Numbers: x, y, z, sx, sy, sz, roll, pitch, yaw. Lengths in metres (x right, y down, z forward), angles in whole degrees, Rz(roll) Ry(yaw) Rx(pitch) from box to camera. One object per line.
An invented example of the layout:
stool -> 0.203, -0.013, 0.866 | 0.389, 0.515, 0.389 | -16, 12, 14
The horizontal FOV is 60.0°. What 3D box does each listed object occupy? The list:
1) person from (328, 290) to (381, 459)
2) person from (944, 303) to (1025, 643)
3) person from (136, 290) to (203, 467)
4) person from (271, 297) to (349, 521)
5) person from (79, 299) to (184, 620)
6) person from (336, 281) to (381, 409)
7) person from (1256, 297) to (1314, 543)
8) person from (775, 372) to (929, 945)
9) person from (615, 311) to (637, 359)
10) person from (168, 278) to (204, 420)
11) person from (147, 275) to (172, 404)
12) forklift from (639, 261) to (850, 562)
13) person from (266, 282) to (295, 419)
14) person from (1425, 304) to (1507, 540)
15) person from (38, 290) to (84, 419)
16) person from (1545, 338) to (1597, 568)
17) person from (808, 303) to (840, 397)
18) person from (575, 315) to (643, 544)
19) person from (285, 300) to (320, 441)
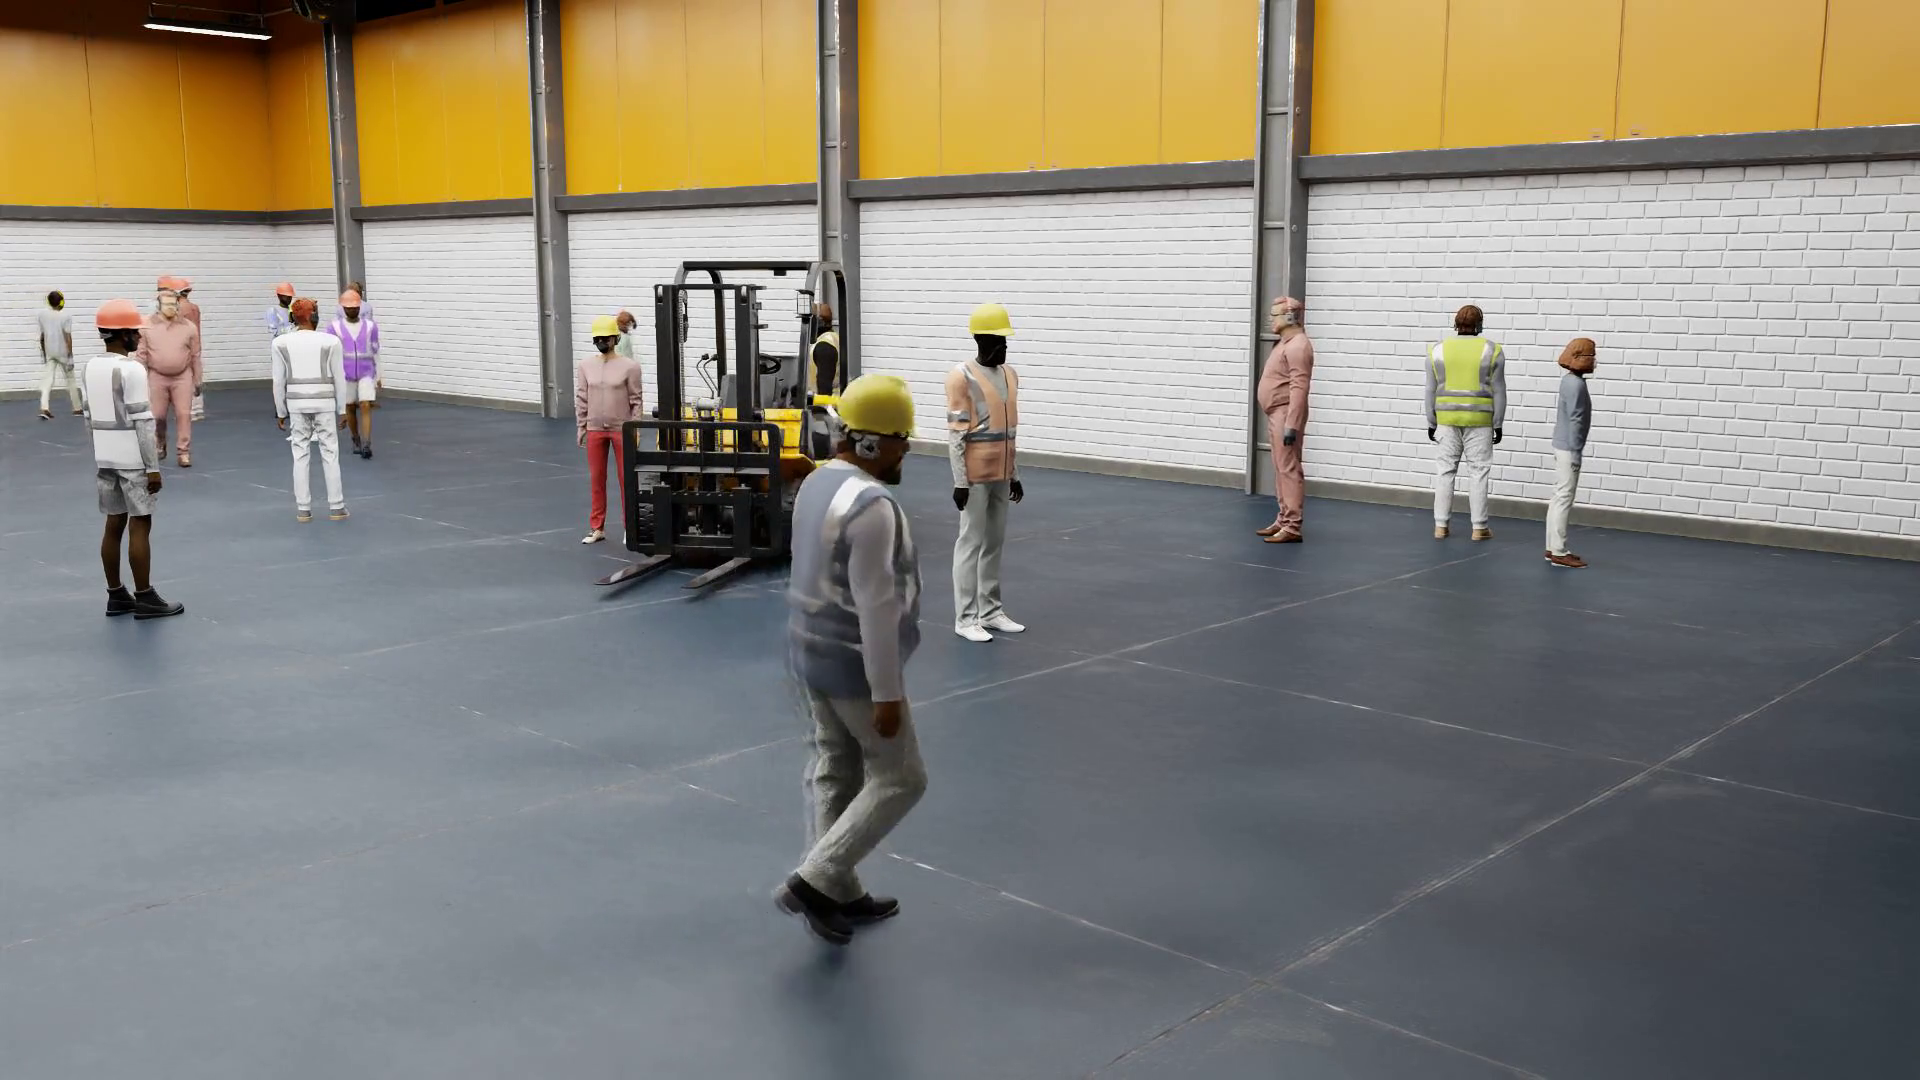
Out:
person -> -6.817, -1.865, 18.739 | 0.568, 1.879, 1.015 | -4, 10, -21
person -> 0.161, -0.389, 9.546 | 0.366, 1.927, 0.591 | 7, 12, 37
person -> -8.485, -1.735, 17.881 | 0.662, 1.891, 0.604 | -5, 11, -29
person -> -5.456, -1.093, 13.996 | 0.575, 1.883, 0.362 | -2, 9, -11
person -> -5.044, -0.483, 10.092 | 0.545, 1.938, 0.361 | 5, 10, 27
person -> -9.079, -2.932, 25.102 | 0.630, 1.940, 0.372 | 3, 10, 18
person -> 2.515, -0.917, 12.916 | 0.417, 1.920, 0.665 | 0, 9, 2
person -> -0.336, 0.385, 5.191 | 0.451, 1.809, 0.677 | -5, 10, -26
person -> -4.144, -2.024, 20.578 | 0.334, 1.598, 0.598 | -3, 10, -16
person -> -10.874, -2.663, 23.309 | 0.431, 1.989, 0.638 | 1, 9, 3
person -> -12.411, -3.124, 26.056 | 0.630, 2.005, 0.901 | -2, 9, -10
forklift -> -1.552, -1.040, 12.721 | 1.214, 2.155, 2.313 | 2, 9, 11
person -> -9.565, -2.695, 23.660 | 0.377, 1.932, 0.552 | 4, 10, 22
person -> 3.959, -0.916, 13.042 | 0.626, 1.844, 0.429 | 5, 10, 26
person -> -12.838, -2.630, 23.645 | 0.536, 1.821, 1.014 | 0, 9, 0
person -> 4.383, -0.629, 11.912 | 0.281, 1.633, 0.501 | 2, 10, 13
person -> -1.172, -1.110, 14.274 | 0.430, 1.837, 0.631 | -1, 9, -3
person -> -2.704, -0.842, 12.814 | 0.532, 1.768, 0.311 | 1, 9, 6
person -> -8.109, -2.084, 20.503 | 0.487, 1.744, 0.294 | 2, 9, 10
